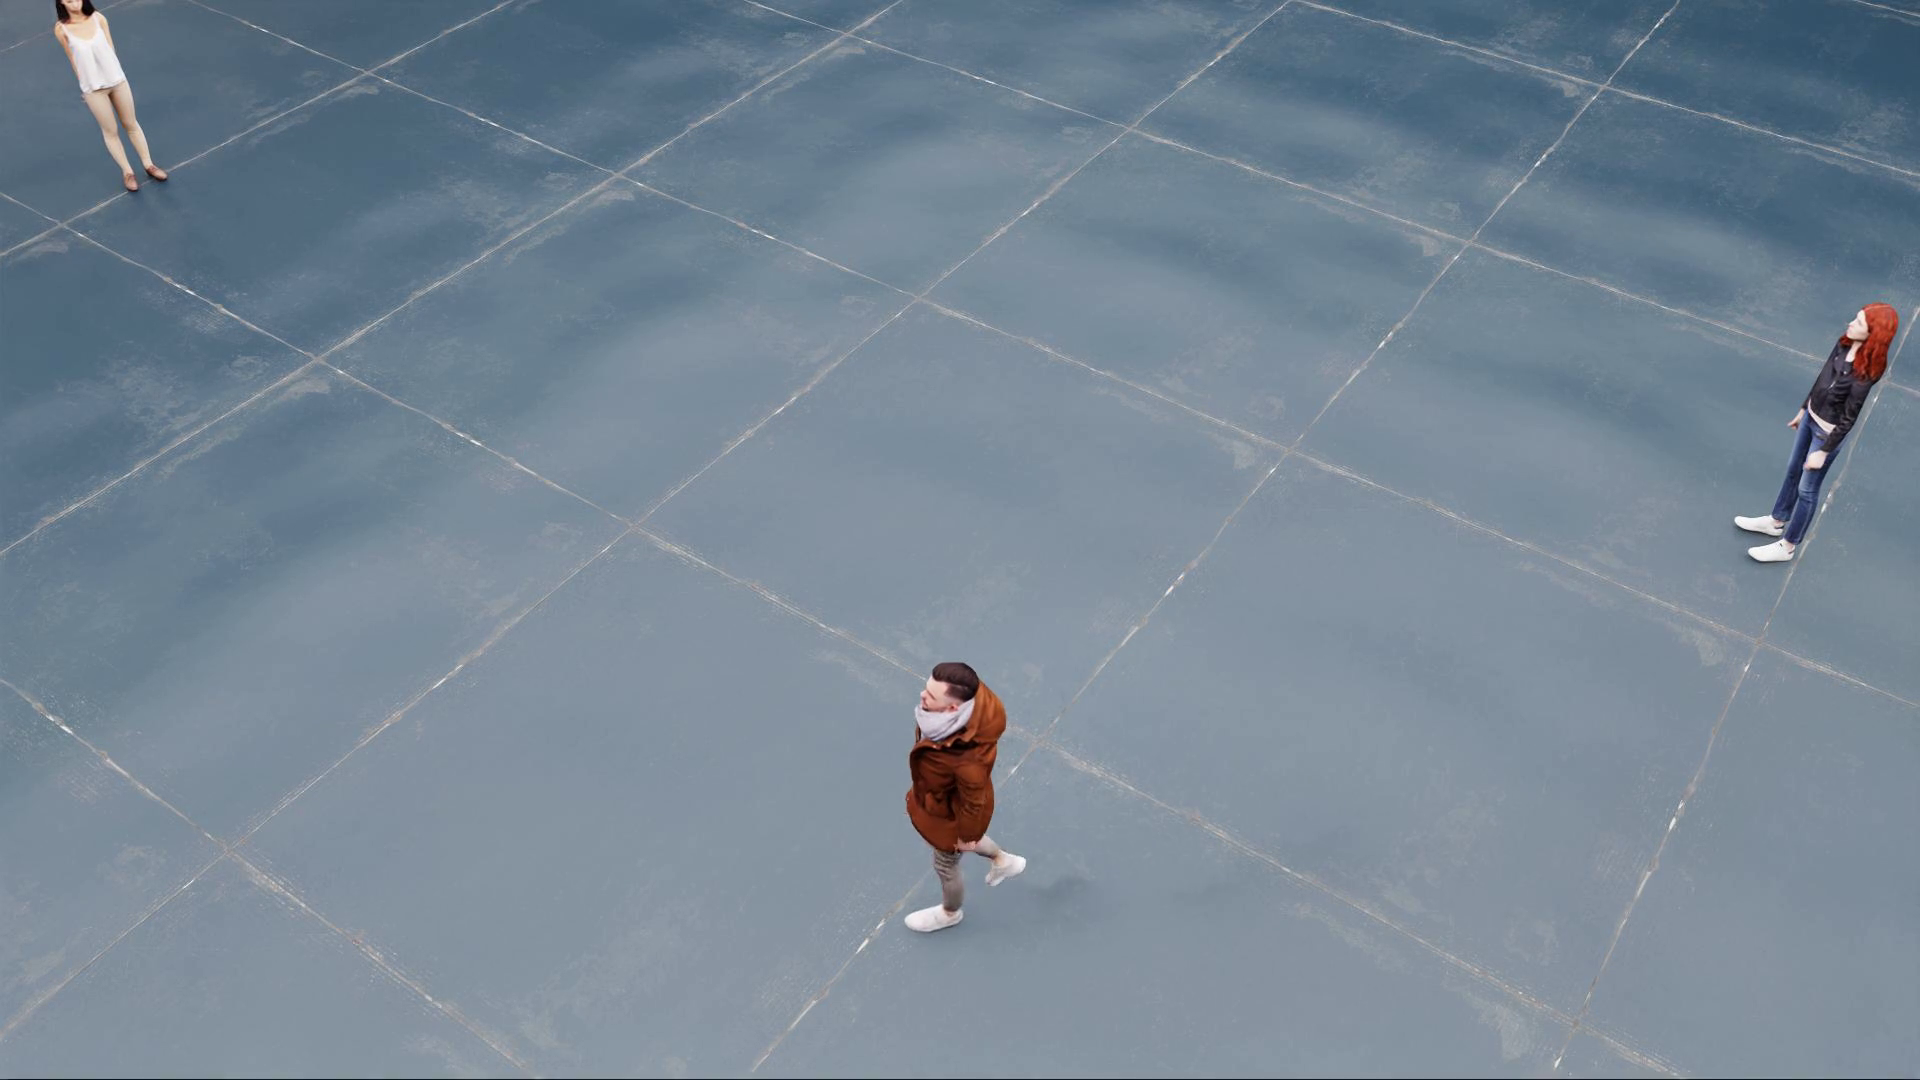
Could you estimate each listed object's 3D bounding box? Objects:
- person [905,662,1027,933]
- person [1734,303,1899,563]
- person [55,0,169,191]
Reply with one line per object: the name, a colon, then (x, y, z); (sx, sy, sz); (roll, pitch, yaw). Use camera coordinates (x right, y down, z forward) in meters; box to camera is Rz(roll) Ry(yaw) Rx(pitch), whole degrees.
person: (0.044, 1.171, 7.623); (1.022, 1.829, 0.960); (-6, 43, -7)
person: (4.959, -0.618, 9.570); (0.688, 1.786, 0.664); (4, 43, 4)
person: (-6.590, -3.519, 12.775); (0.568, 1.653, 0.624); (26, 49, 25)
